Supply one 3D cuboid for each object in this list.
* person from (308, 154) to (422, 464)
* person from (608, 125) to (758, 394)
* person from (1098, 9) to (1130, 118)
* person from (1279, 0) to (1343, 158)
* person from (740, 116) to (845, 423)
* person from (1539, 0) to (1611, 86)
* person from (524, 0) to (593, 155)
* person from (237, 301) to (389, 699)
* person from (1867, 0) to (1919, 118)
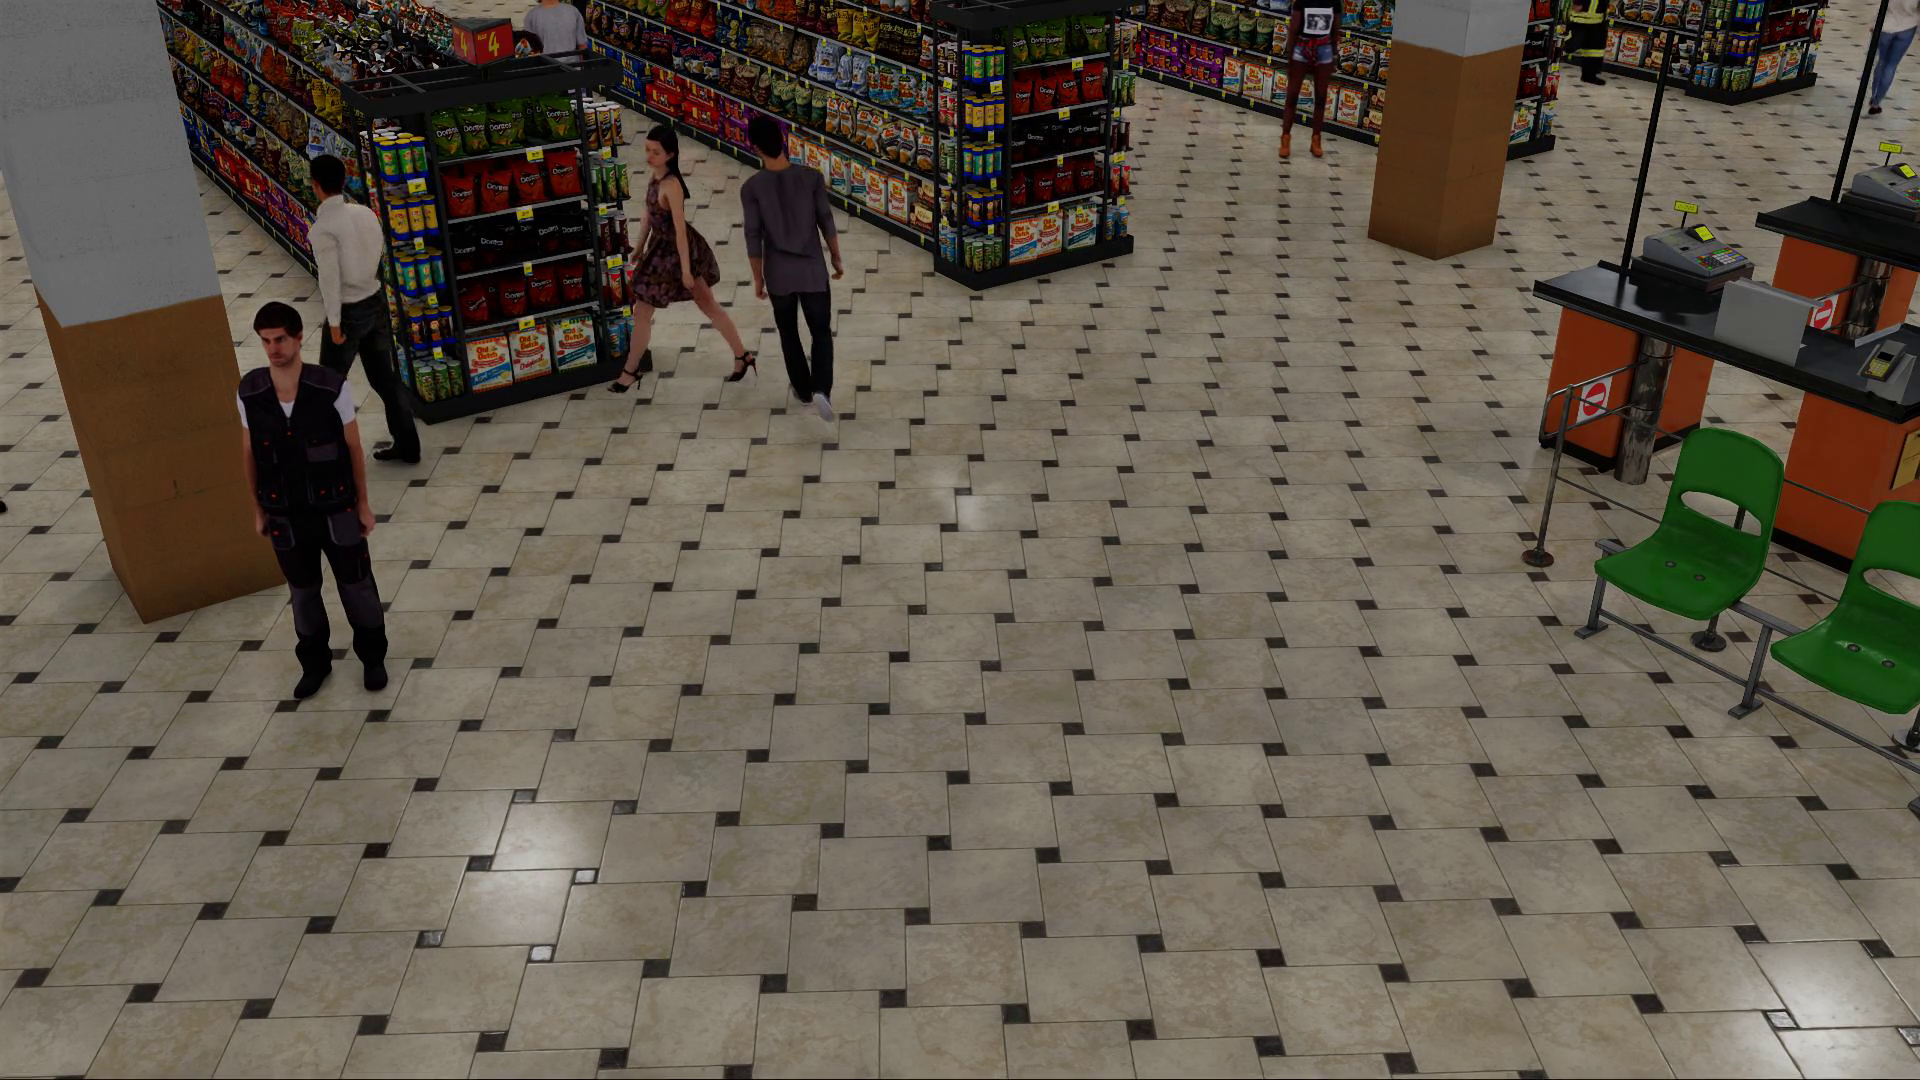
[{"bbox_3d":[-3.303,-1.247,9.380,1.018,1.765,0.942,6,29,11],"label":"person"},{"bbox_3d":[-1.661,-1.679,10.230,0.963,1.707,1.179,-6,29,-12],"label":"person"},{"bbox_3d":[1.256,-4.663,15.629,0.768,1.771,0.688,18,33,29],"label":"person"},{"bbox_3d":[3.192,-4.355,15.120,0.714,1.719,0.759,1,29,3],"label":"person"},{"bbox_3d":[-0.975,-1.562,9.908,1.013,1.811,1.148,-2,29,-4],"label":"person"},{"bbox_3d":[6.611,-5.774,17.598,0.743,1.835,0.971,-19,34,-31],"label":"person"},{"bbox_3d":[-3.390,-3.913,14.132,0.725,1.890,0.653,-10,30,-18],"label":"person"},{"bbox_3d":[-2.848,-0.171,7.321,0.737,1.848,0.727,-4,29,-7],"label":"person"},{"bbox_3d":[9.207,-5.005,16.359,0.689,1.672,0.812,23,36,35],"label":"person"}]
